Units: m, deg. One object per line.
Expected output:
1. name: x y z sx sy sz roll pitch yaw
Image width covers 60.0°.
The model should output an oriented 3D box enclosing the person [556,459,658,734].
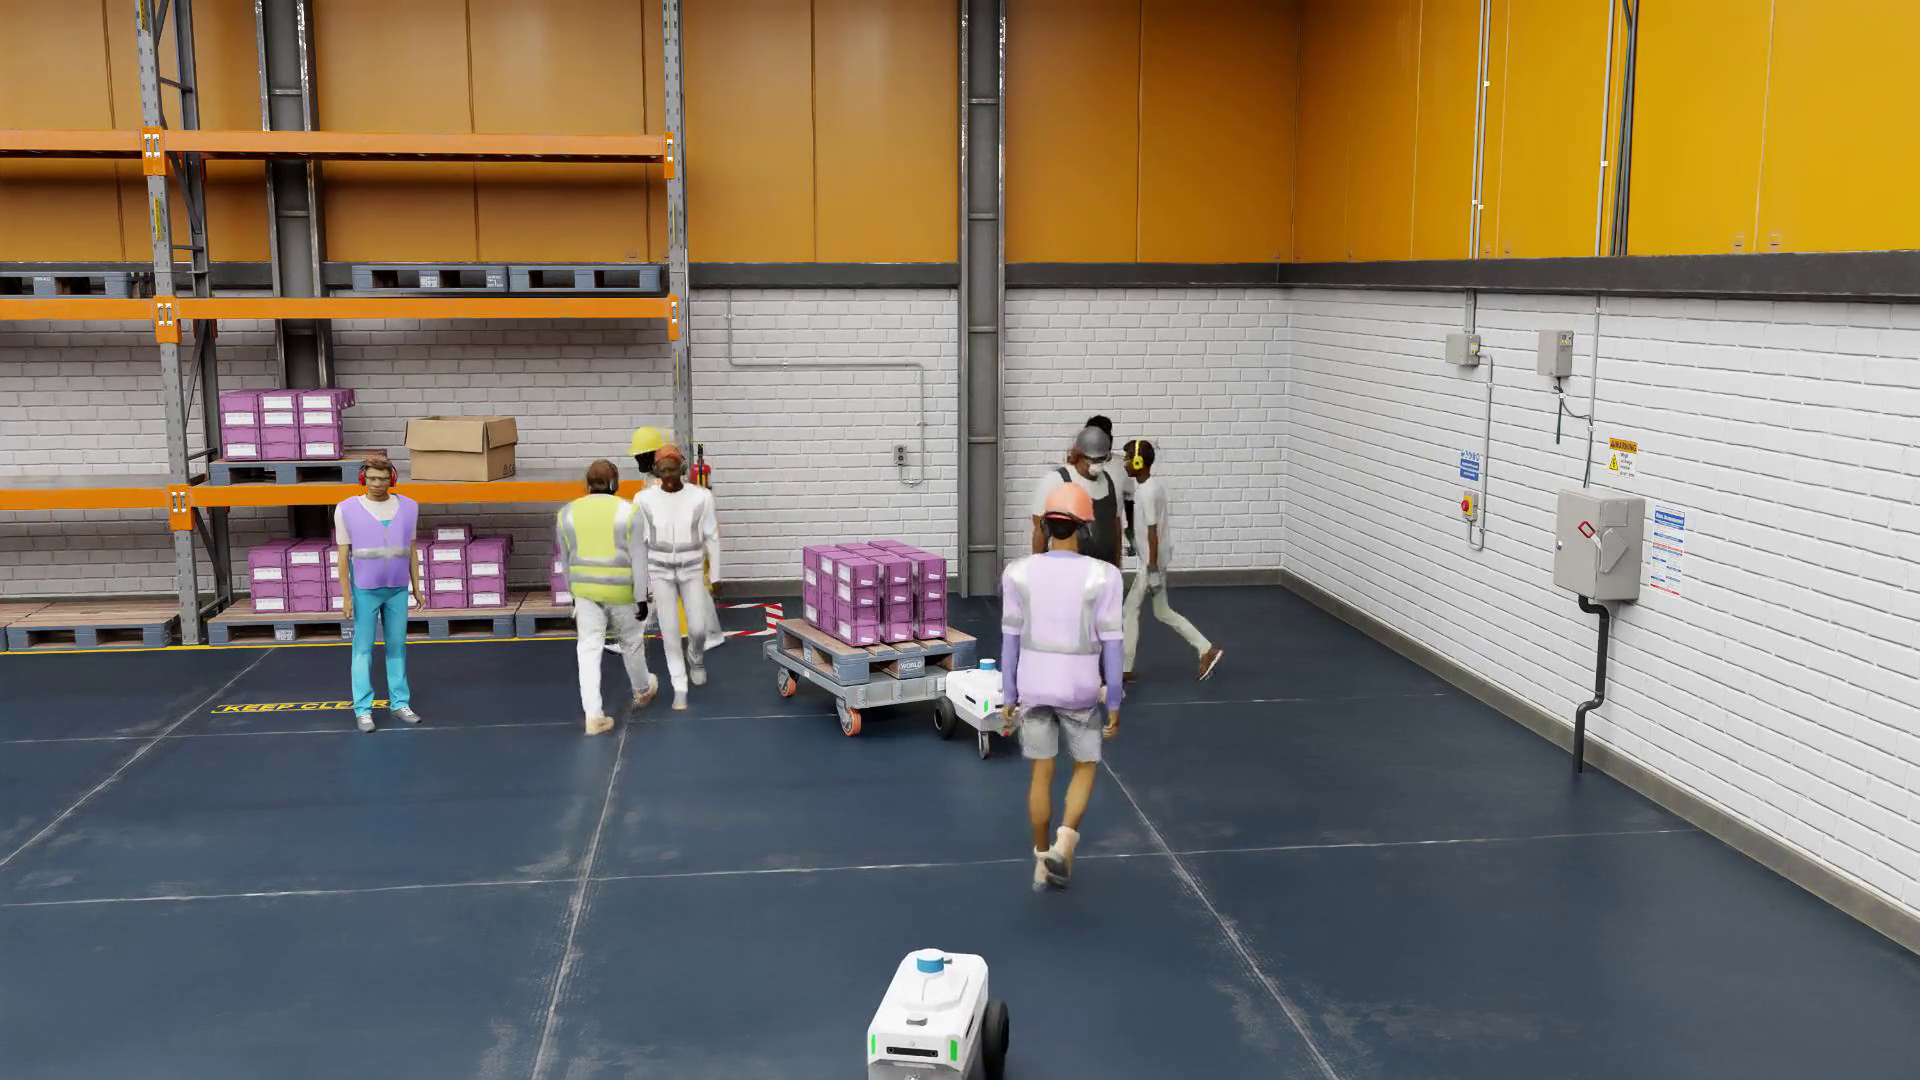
1. person: -2.359 0.350 11.222 0.637 1.783 0.980 1 9 7

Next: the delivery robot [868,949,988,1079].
1. delivery robot: -0.108 1.742 6.081 0.477 0.478 0.707 2 9 9

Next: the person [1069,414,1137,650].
1. person: 1.153 -0.040 13.236 0.662 1.927 0.667 -4 10 -26

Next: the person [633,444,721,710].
1. person: -1.987 0.232 11.721 0.585 1.864 0.594 -1 9 -6

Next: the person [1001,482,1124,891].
1. person: 0.483 0.738 8.078 0.621 2.020 0.639 3 9 16

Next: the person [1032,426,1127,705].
1. person: 0.862 0.108 11.945 0.712 2.000 1.071 -7 11 -37

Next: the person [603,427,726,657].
1. person: -2.289 0.034 13.019 1.084 1.845 0.583 -7 11 -35

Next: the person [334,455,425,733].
1. person: -3.873 0.342 11.118 0.563 1.838 0.391 -8 12 -41

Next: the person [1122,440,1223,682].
1. person: 1.483 0.170 12.277 0.884 1.825 0.581 2 9 10

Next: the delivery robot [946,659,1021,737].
1. delivery robot: 0.176 1.007 10.664 0.477 0.478 0.707 -3 10 -21
